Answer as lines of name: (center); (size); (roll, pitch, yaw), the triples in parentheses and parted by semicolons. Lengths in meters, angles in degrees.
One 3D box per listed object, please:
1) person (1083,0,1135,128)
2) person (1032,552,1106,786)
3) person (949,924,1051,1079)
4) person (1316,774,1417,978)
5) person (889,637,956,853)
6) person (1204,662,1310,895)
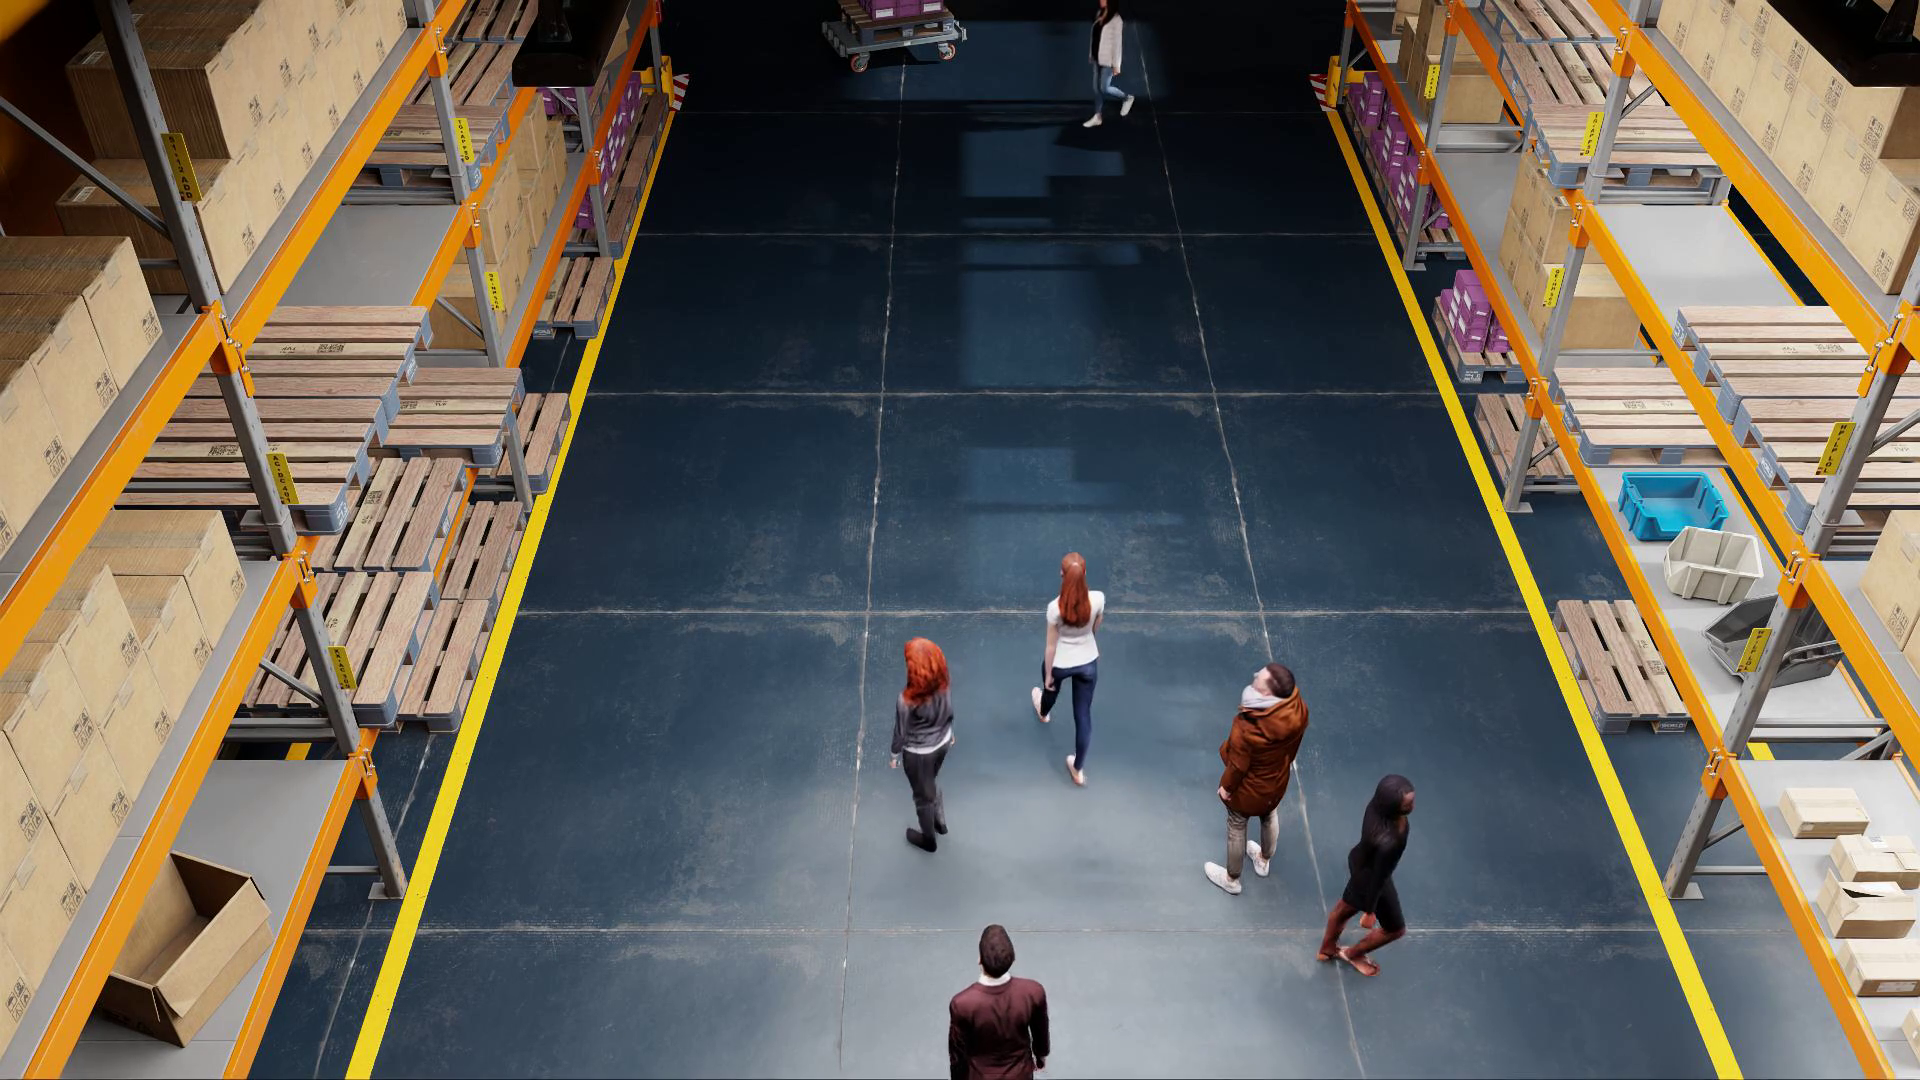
person: (1.714, -5.510, 18.953); (0.924, 1.625, 0.928); (-19, 43, -23)
person: (0.767, 0.892, 10.880); (0.706, 1.694, 1.110); (-7, 39, -9)
person: (0.202, 2.732, 8.459); (0.819, 1.842, 1.123); (-7, 39, -8)
person: (2.282, 1.958, 9.538); (0.842, 1.704, 0.673); (3, 39, 4)
person: (-0.155, 1.320, 10.282); (0.685, 1.772, 0.745); (-31, 48, -33)
person: (1.810, 1.435, 10.086); (0.844, 1.838, 0.879); (-20, 43, -24)
